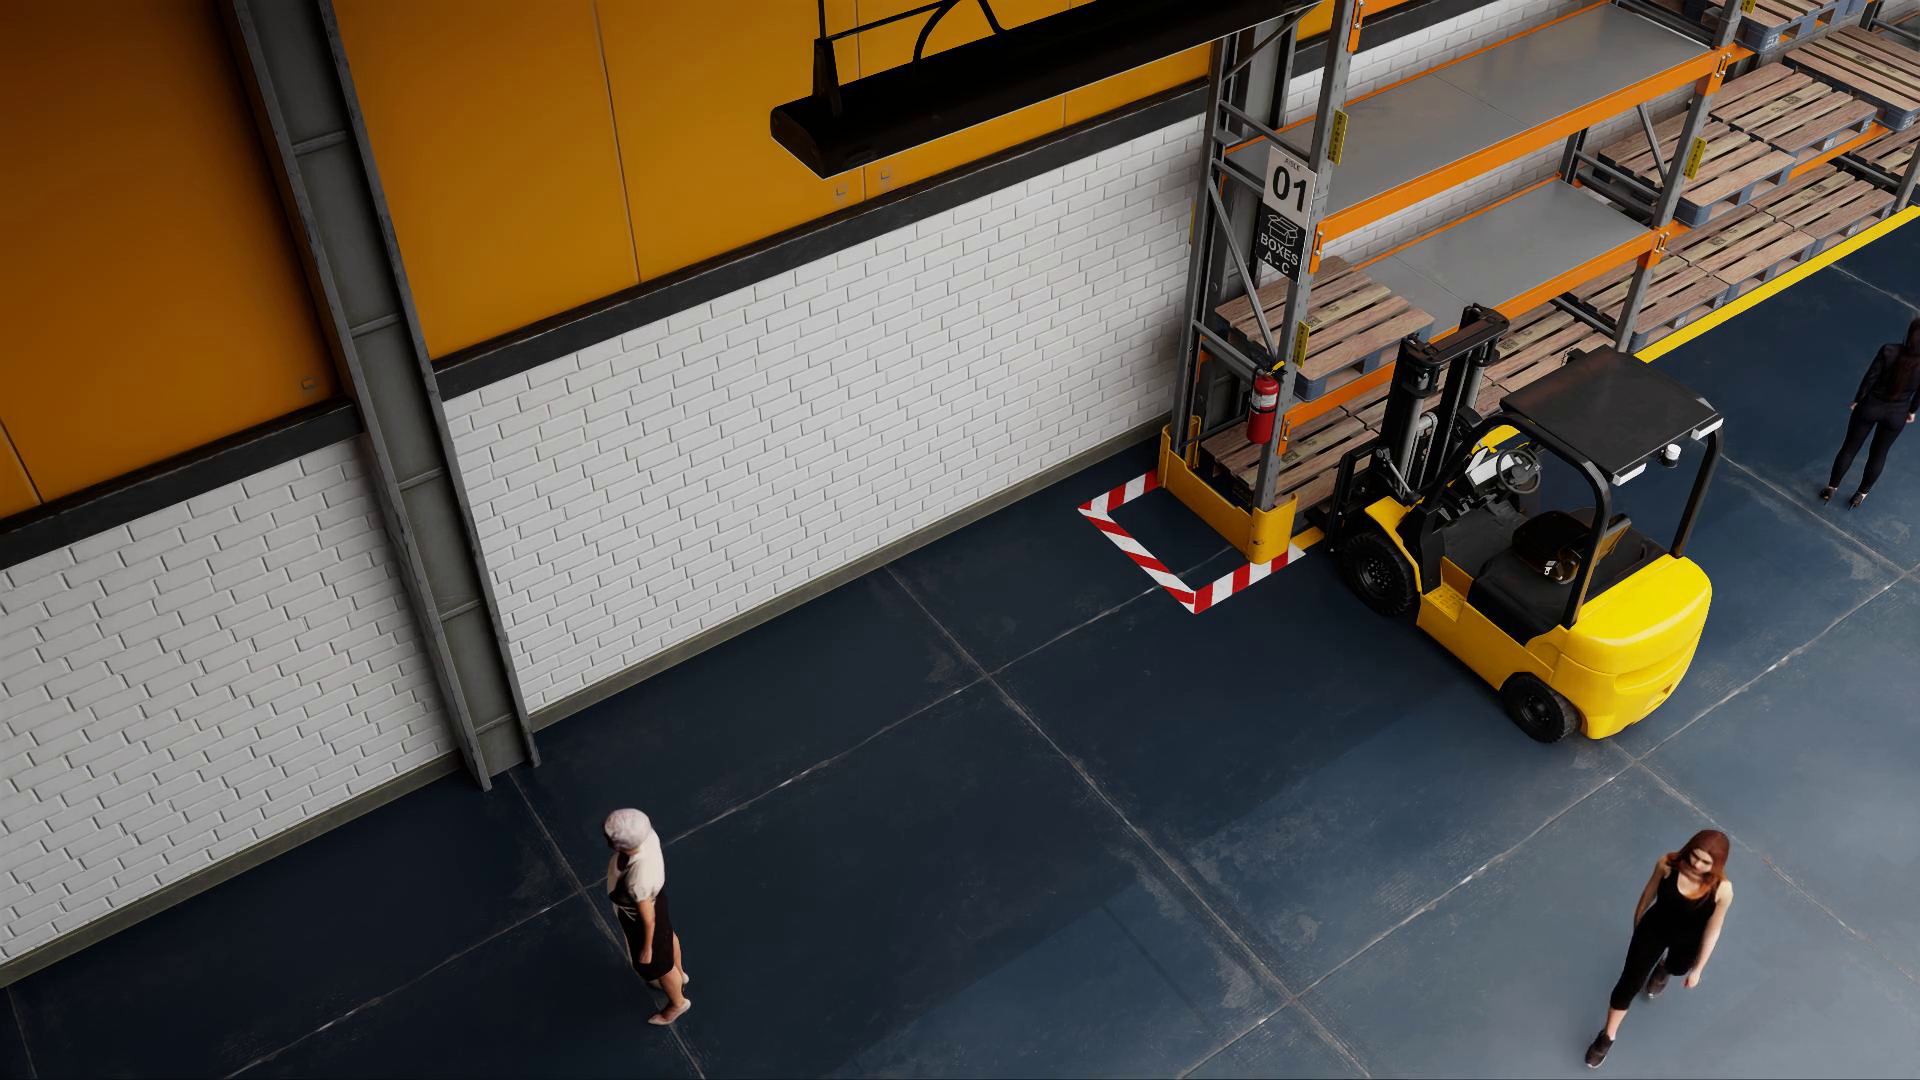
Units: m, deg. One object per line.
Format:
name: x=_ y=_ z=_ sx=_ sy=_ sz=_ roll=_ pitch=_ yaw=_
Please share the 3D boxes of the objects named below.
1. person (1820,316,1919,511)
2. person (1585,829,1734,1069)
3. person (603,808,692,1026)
person: x=6.626 y=-0.918 z=11.946 sx=0.648 sy=1.710 sz=0.659 roll=17 pitch=46 yaw=17
person: x=3.821 y=2.060 z=8.830 sx=0.835 sy=1.695 sz=1.192 roll=27 pitch=50 yaw=26
person: x=-1.646 y=2.005 z=8.846 sx=0.707 sy=1.752 sz=0.717 roll=-4 pitch=44 yaw=-4
